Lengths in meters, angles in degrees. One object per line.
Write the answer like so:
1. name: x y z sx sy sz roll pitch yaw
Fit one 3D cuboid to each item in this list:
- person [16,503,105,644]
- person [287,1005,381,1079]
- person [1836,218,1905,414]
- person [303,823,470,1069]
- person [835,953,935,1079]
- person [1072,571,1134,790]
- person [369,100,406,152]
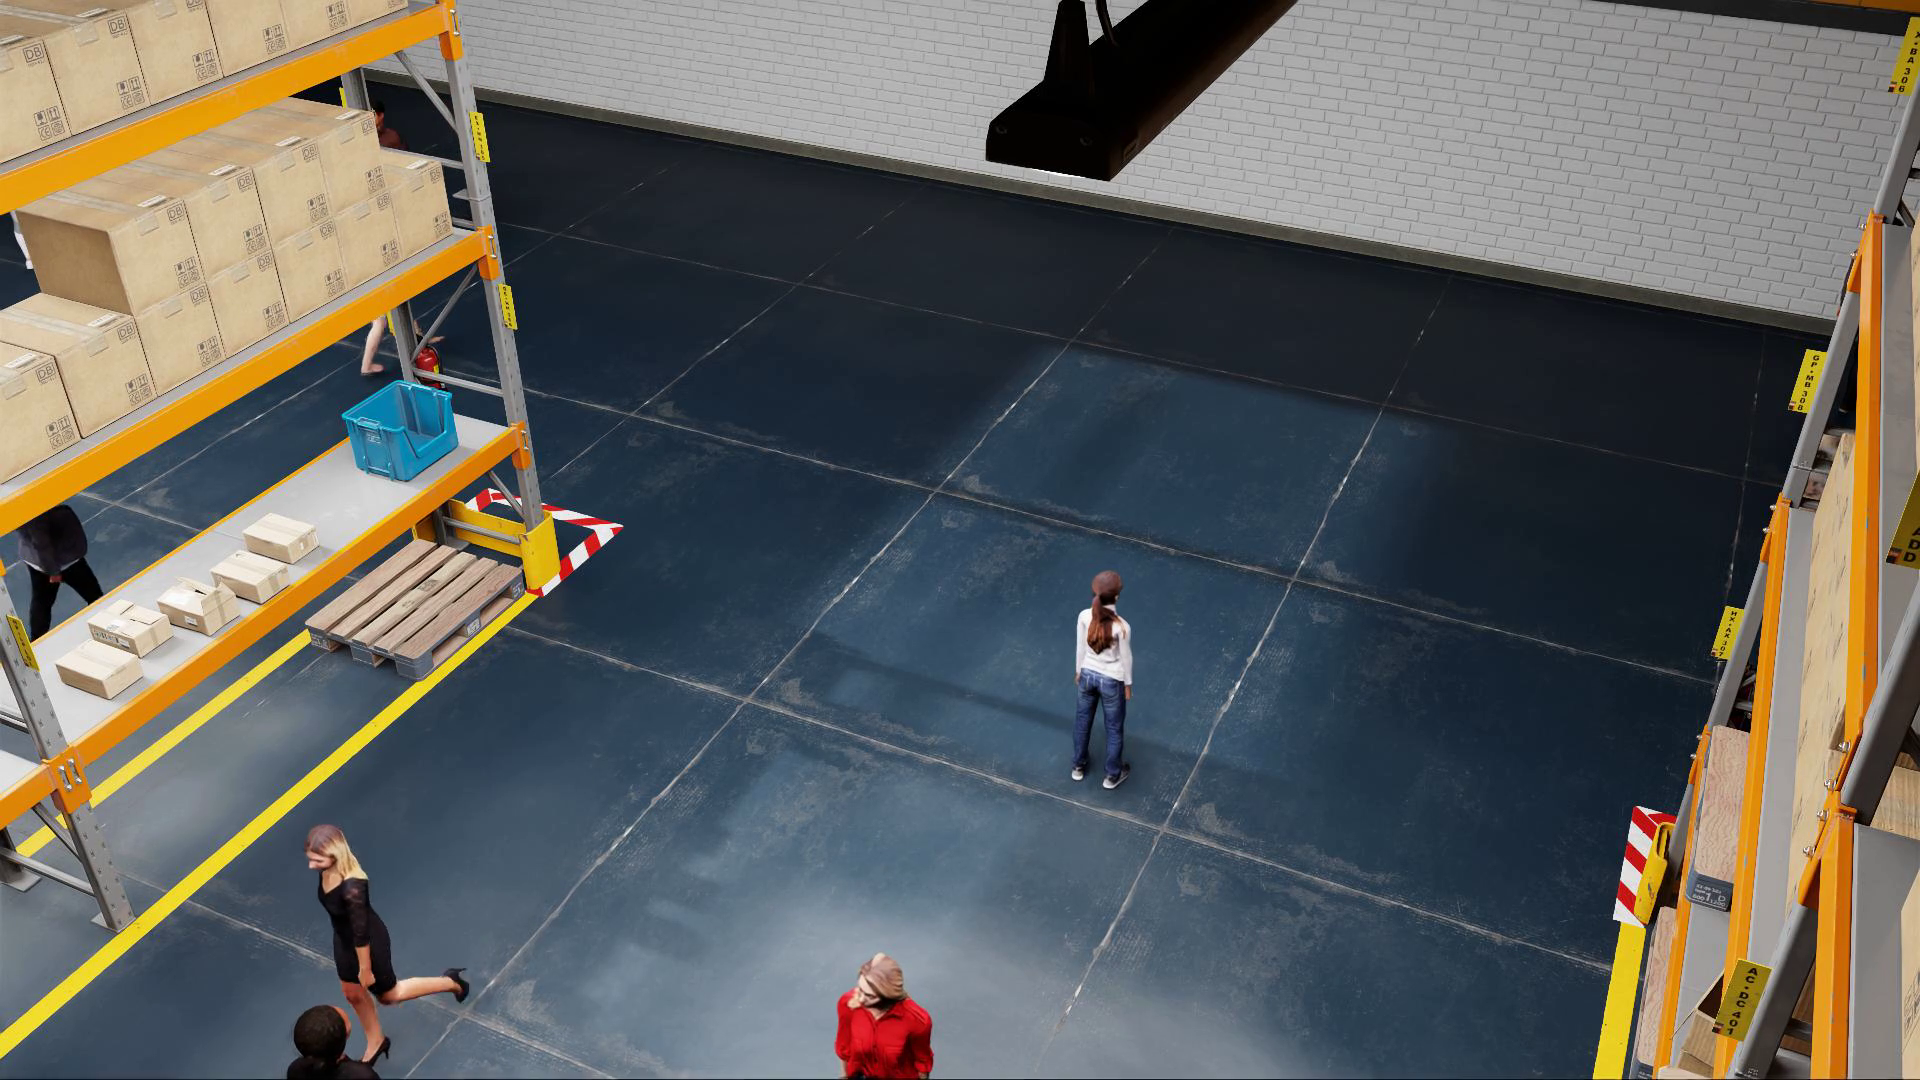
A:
1. person: -6.307 0.150 11.398 0.760 1.558 1.077 20 38 27
2. person: -2.710 2.697 7.460 0.654 1.674 0.611 4 34 6
3. person: 7.805 -1.943 14.355 0.655 1.769 0.704 16 37 22
4. person: -2.965 2.031 8.481 1.006 1.654 0.794 -27 42 -35
5. person: -0.344 2.508 7.715 0.651 1.707 0.571 8 34 12
6. person: 0.875 0.862 10.327 0.530 1.557 0.489 15 36 21
7. person: -5.734 -3.631 16.902 0.742 1.760 0.982 10 35 15
